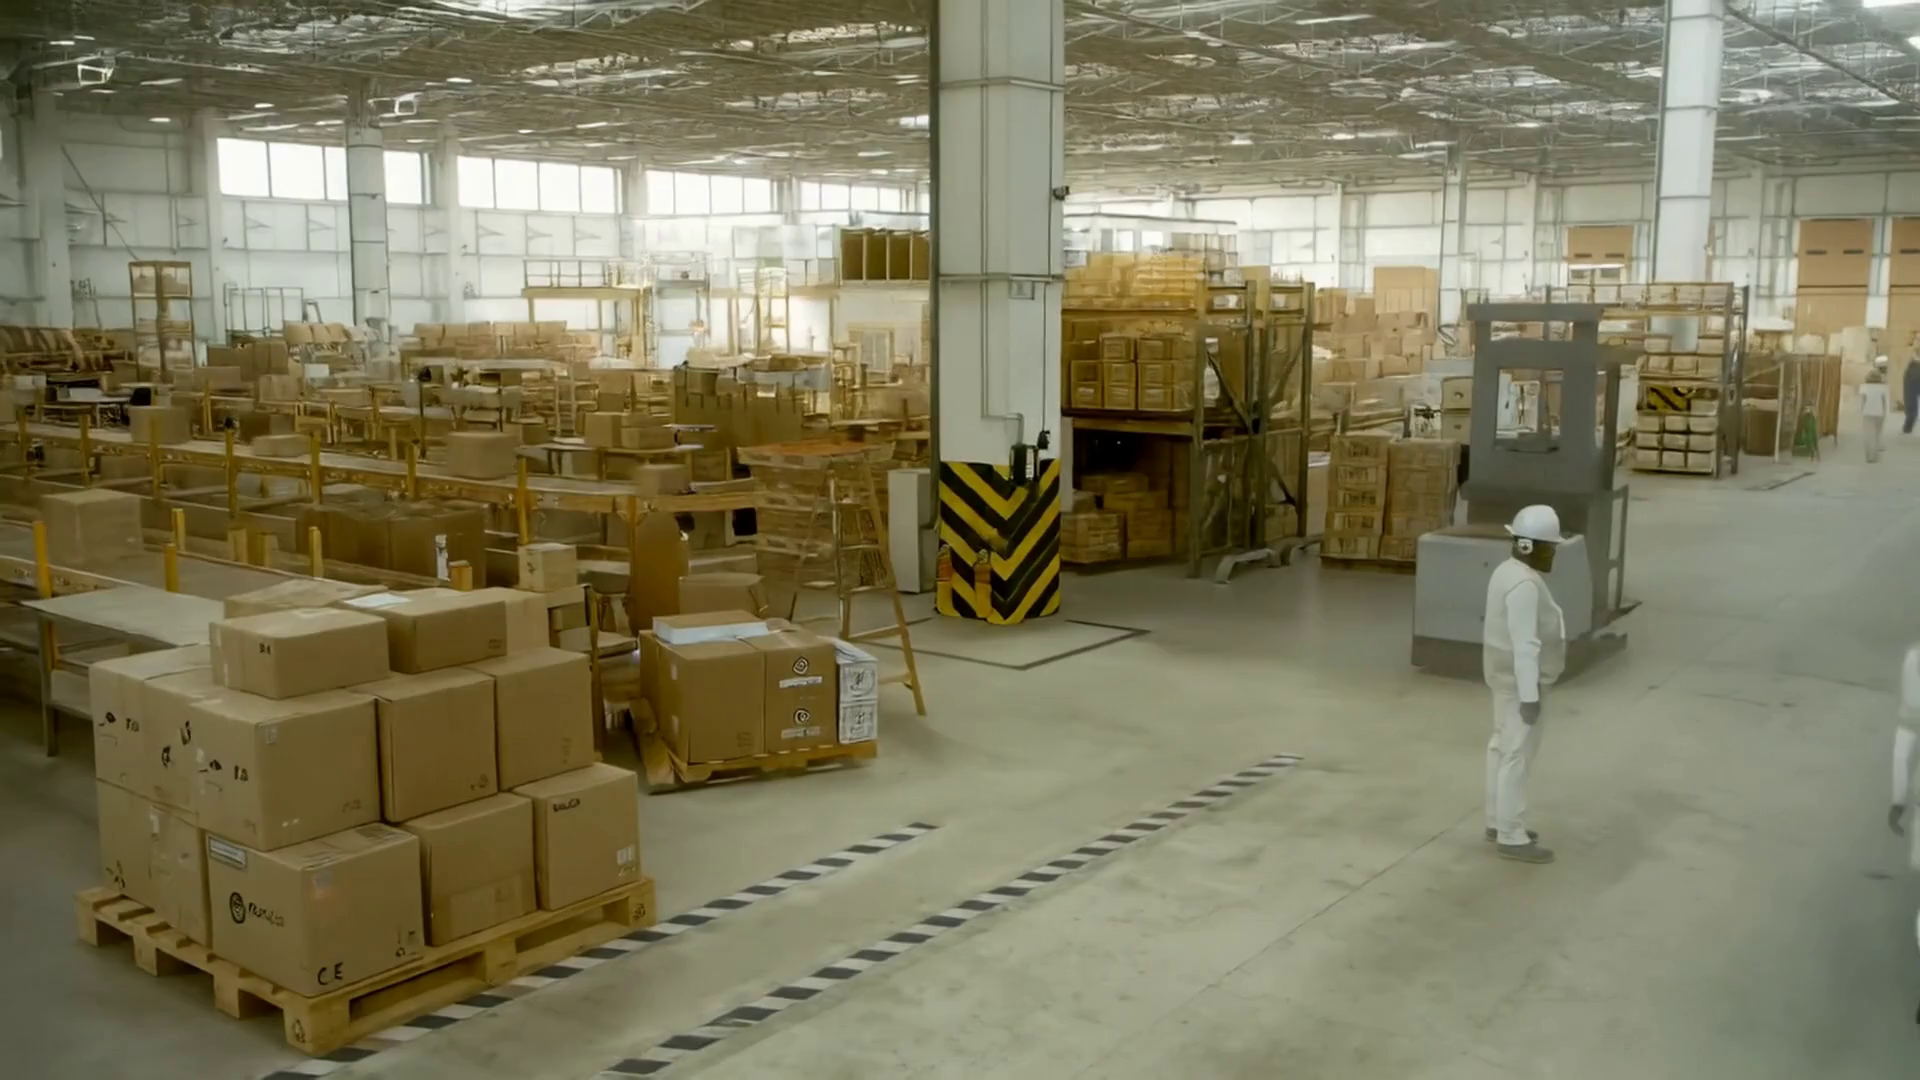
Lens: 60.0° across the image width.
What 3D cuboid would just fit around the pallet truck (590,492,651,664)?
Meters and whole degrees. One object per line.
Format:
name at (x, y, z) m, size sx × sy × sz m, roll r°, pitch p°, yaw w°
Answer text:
pallet truck at (-3.115, 0.344, 12.883) m, size 0.653 × 1.274 × 1.630 m, roll 7°, pitch 11°, yaw 37°

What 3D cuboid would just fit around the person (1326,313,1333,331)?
person at (18.665, -10.536, 84.177) m, size 0.623 × 1.911 × 0.609 m, roll 5°, pitch 10°, yaw 32°

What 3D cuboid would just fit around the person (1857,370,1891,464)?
person at (15.574, -2.099, 28.360) m, size 0.515 × 1.580 × 0.871 m, roll 4°, pitch 9°, yaw 27°

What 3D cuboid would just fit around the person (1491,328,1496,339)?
person at (13.787, -4.546, 43.512) m, size 0.389 × 1.992 × 0.625 m, roll 1°, pitch 9°, yaw 10°

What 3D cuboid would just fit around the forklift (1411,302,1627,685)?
forklift at (4.379, -0.438, 12.852) m, size 1.129 × 2.768 × 1.873 m, roll 7°, pitch 11°, yaw 37°

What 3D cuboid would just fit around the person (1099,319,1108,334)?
person at (5.649, -7.805, 65.883) m, size 0.537 × 1.871 × 0.639 m, roll 3°, pitch 9°, yaw 21°

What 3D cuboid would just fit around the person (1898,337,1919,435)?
person at (19.550, -3.126, 33.787) m, size 0.758 × 2.000 × 0.692 m, roll -1°, pitch 9°, yaw -8°

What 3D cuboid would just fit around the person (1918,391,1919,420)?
person at (16.897, -2.226, 28.817) m, size 0.536 × 1.708 × 0.930 m, roll 5°, pitch 10°, yaw 29°

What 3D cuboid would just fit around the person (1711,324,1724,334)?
person at (26.526, -6.649, 58.243) m, size 0.654 × 1.829 × 0.437 m, roll 0°, pitch 8°, yaw -2°

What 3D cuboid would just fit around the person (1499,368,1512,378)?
person at (13.026, -3.860, 40.057) m, size 0.569 × 1.660 × 0.530 m, roll 2°, pitch 9°, yaw 15°

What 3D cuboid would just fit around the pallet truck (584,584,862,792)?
pallet truck at (-1.426, 0.805, 10.019) m, size 1.601 × 1.201 × 0.680 m, roll -4°, pitch 9°, yaw -26°

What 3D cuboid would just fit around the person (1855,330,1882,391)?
person at (26.725, -5.230, 48.709) m, size 0.844 × 1.817 × 0.506 m, roll 1°, pitch 8°, yaw 4°

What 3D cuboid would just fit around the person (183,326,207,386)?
person at (-23.327, -5.572, 50.758) m, size 0.662 × 1.890 × 0.580 m, roll -4°, pitch 9°, yaw -23°

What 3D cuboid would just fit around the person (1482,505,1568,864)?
person at (2.892, 0.727, 8.543) m, size 0.403 × 1.823 × 0.586 m, roll 1°, pitch 9°, yaw 8°

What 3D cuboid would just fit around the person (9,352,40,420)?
person at (-19.977, -3.357, 35.500) m, size 0.637 × 1.987 × 1.027 m, roll -1°, pitch 9°, yaw -9°

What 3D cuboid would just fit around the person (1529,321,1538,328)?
person at (26.283, -9.322, 76.229) m, size 0.430 × 1.844 × 0.624 m, roll 1°, pitch 8°, yaw 5°

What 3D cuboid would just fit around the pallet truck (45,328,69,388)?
pallet truck at (-23.775, -4.544, 43.495) m, size 1.885 × 1.965 × 0.823 m, roll 6°, pitch 10°, yaw 35°

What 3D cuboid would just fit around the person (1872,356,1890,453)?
person at (16.727, -2.459, 30.252) m, size 0.346 × 1.762 × 0.525 m, roll 3°, pitch 9°, yaw 19°

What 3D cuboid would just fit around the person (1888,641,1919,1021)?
person at (3.866, 1.005, 6.376) m, size 0.550 × 1.922 × 0.620 m, roll 6°, pitch 10°, yaw 36°

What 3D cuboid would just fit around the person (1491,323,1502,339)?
person at (17.753, -6.276, 55.429) m, size 0.556 × 1.922 × 0.721 m, roll 3°, pitch 9°, yaw 22°

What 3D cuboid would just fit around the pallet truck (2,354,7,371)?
pallet truck at (-24.881, -4.417, 42.634) m, size 1.885 × 1.965 × 0.823 m, roll 8°, pitch 11°, yaw 41°
